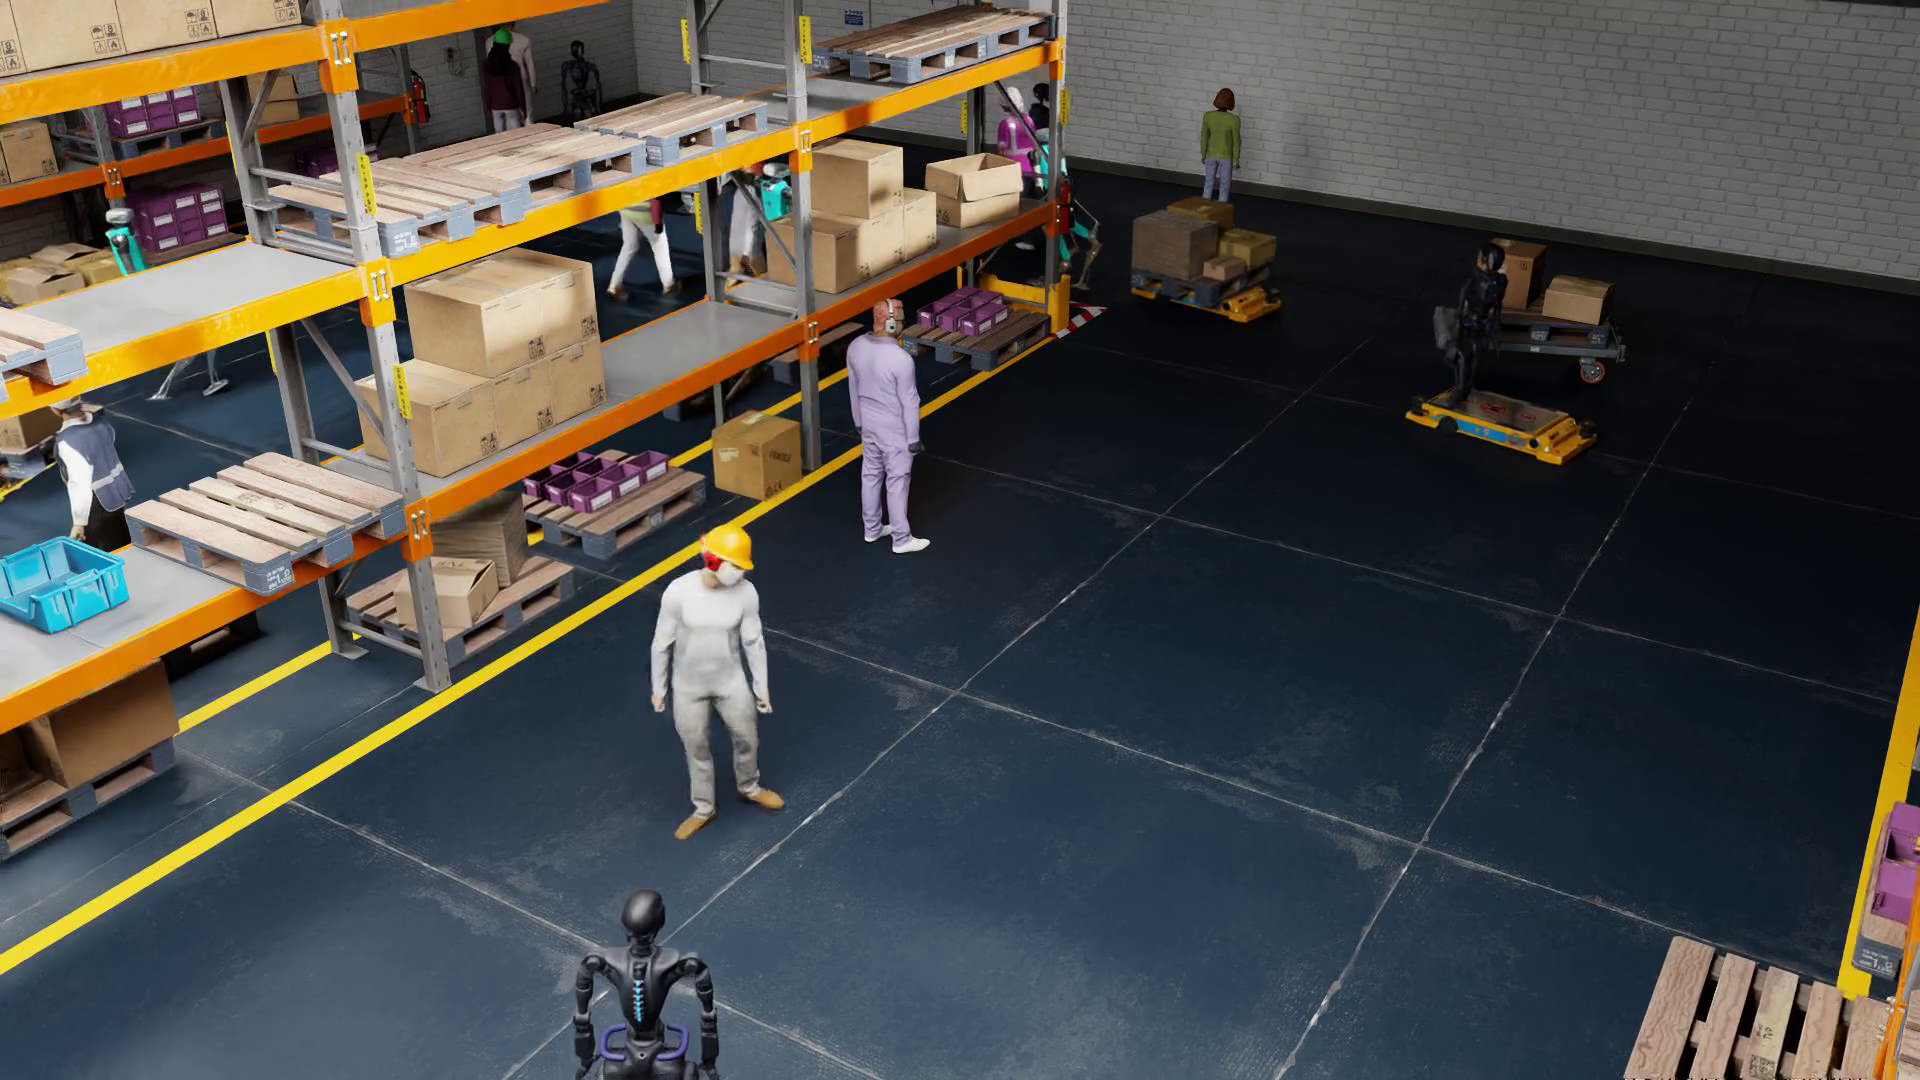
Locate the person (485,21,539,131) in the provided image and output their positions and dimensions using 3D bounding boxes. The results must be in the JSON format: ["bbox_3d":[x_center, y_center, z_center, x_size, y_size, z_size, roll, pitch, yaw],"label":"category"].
[{"bbox_3d":[-6.024,-6.156,22.490,0.627,1.935,0.371,-3,27,-6],"label":"person"}]

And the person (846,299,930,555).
[{"bbox_3d":[-0.506,-0.820,12.013,0.637,1.904,0.406,24,36,39],"label":"person"}]

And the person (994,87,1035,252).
[{"bbox_3d":[0.556,-4.205,18.779,0.900,1.813,0.514,24,35,38],"label":"person"}]

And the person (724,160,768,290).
[{"bbox_3d":[-2.051,-2.892,16.332,0.926,1.673,0.570,-16,31,-29],"label":"person"}]

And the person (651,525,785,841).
[{"bbox_3d":[-1.322,0.759,8.958,0.692,1.857,0.370,-5,27,-10],"label":"person"}]

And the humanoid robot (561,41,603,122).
[{"bbox_3d":[-4.996,-5.758,21.994,0.590,1.644,0.502,5,27,10],"label":"humanoid robot"}]

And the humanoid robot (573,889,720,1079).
[{"bbox_3d":[-1.252,2.091,6.594,0.607,1.635,0.791,-2,27,-3],"label":"humanoid robot"}]

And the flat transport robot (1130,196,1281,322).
[{"bbox_3d":[2.546,-2.565,17.252,1.431,0.231,0.659,22,34,36],"label":"flat transport robot"}]

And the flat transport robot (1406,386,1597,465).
[{"bbox_3d":[4.609,-1.005,14.178,1.431,0.231,0.659,23,35,38],"label":"flat transport robot"}]

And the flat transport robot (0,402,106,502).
[{"bbox_3d":[-7.707,-0.643,13.464,0.659,0.231,1.431,5,27,9],"label":"flat transport robot"}]

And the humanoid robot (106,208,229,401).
[{"bbox_3d":[-6.903,-2.071,14.688,0.915,1.775,0.562,-5,27,-10],"label":"humanoid robot"}]

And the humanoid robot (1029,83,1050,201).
[{"bbox_3d":[0.930,-4.570,19.650,0.337,1.651,0.598,-10,29,-19],"label":"humanoid robot"}]

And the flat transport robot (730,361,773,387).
[{"bbox_3d":[-1.925,-1.790,15.726,0.659,0.231,1.431,16,31,28],"label":"flat transport robot"}]

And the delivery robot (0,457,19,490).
[{"bbox_3d":[-7.805,-0.626,13.102,0.752,0.583,0.521,-20,33,-33],"label":"delivery robot"}]

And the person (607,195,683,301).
[{"bbox_3d":[-3.316,-3.355,17.125,0.633,1.813,0.845,15,30,26],"label":"person"}]

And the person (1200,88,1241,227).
[{"bbox_3d":[3.050,-4.468,19.491,0.507,1.632,0.265,18,32,31],"label":"person"}]

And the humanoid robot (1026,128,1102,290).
[{"bbox_3d":[1.146,-3.322,17.143,0.971,1.721,0.536,21,34,35],"label":"humanoid robot"}]

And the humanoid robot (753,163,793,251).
[{"bbox_3d":[-1.570,-2.811,16.115,0.530,1.777,0.760,23,35,38],"label":"humanoid robot"}]

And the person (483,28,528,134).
[{"bbox_3d":[-5.825,-5.563,21.314,0.534,1.935,0.501,4,27,7],"label":"person"}]

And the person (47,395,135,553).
[{"bbox_3d":[-5.716,-0.233,11.014,0.447,1.756,0.763,-3,27,-6],"label":"person"}]

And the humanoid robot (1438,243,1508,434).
[{"bbox_3d":[4.297,-1.700,13.997,0.586,1.649,0.347,-16,31,-29],"label":"humanoid robot"}]
